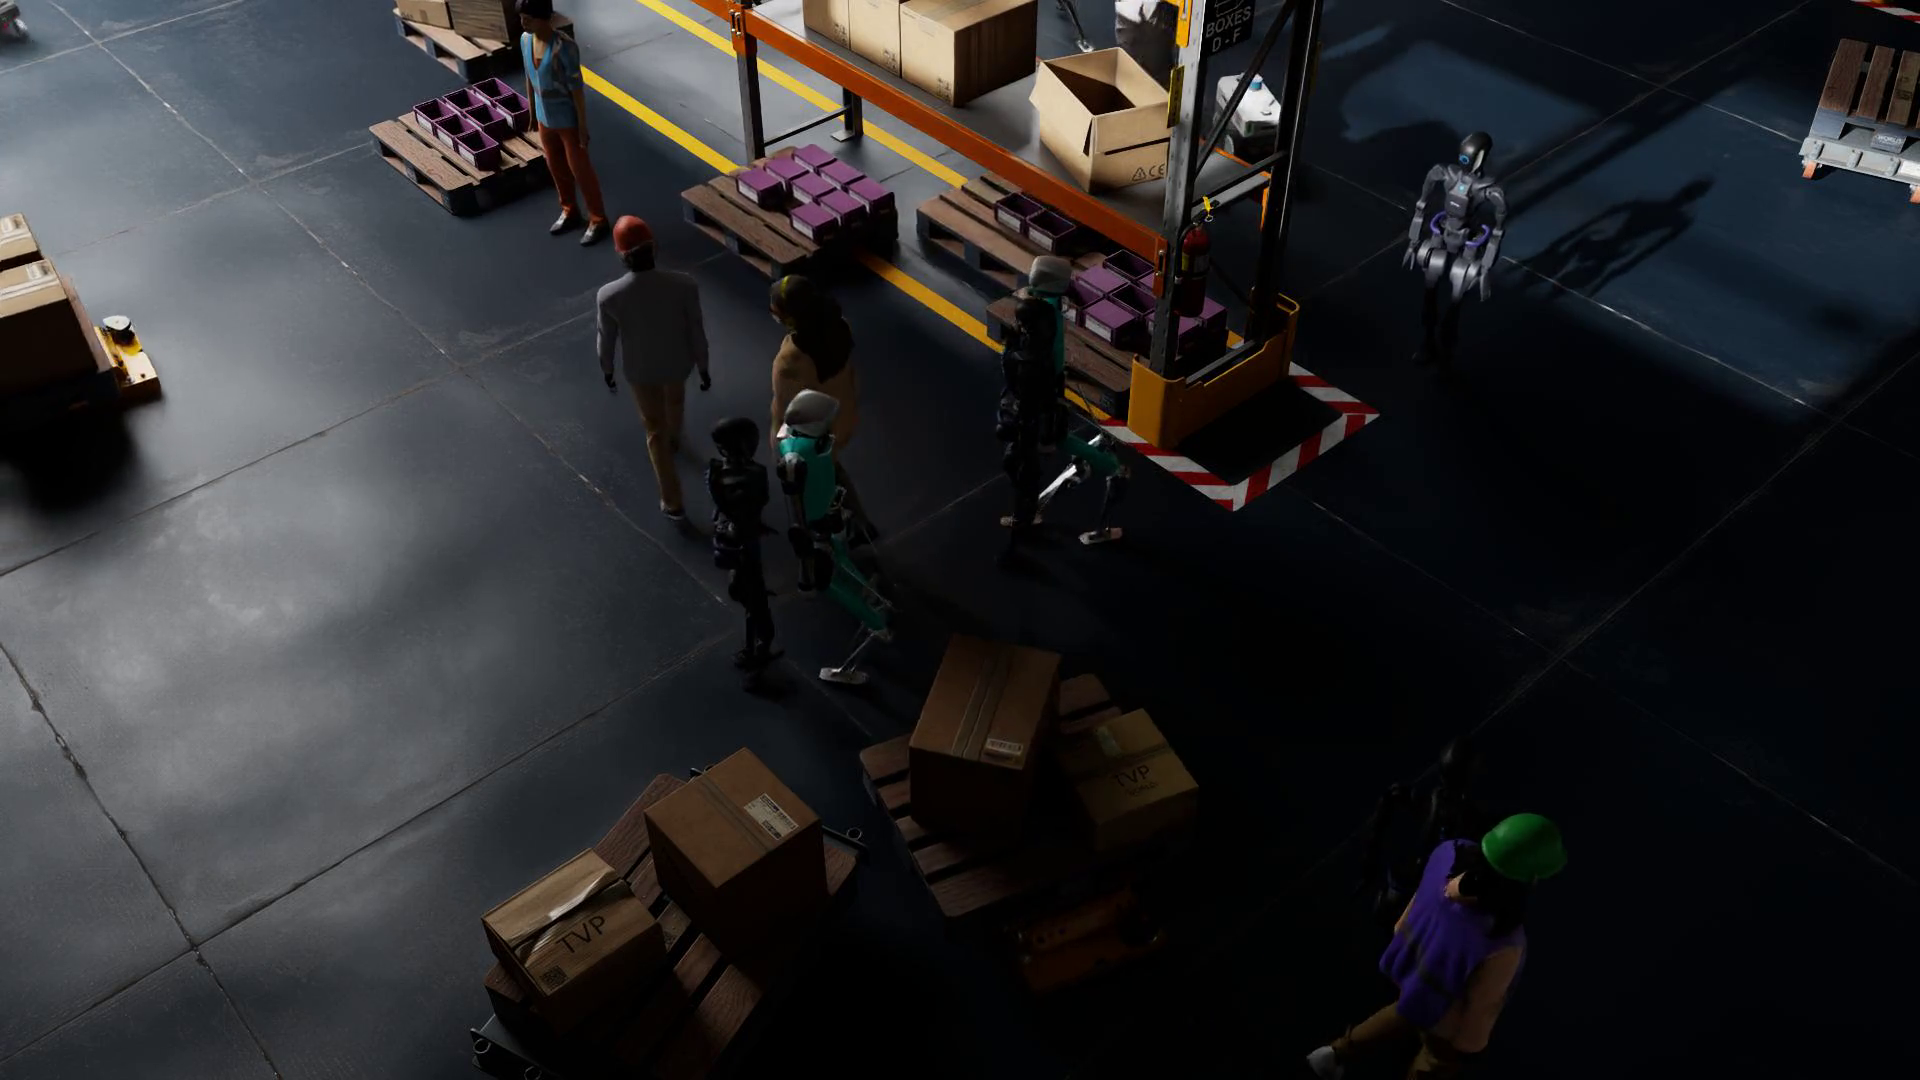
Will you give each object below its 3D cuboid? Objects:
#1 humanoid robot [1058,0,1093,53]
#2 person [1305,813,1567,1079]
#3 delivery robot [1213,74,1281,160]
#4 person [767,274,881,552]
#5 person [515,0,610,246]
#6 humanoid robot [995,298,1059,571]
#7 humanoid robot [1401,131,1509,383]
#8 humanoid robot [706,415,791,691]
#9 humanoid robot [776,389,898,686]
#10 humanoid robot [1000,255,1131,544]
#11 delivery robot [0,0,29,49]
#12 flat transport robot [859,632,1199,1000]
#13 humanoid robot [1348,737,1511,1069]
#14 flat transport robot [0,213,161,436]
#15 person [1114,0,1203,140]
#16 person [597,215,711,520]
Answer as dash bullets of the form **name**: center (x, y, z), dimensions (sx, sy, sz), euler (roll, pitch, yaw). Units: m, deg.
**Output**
- **humanoid robot**: center (0.917, -4.931, 13.436), dimensions (0.540, 1.775, 1.046), euler (-13, 44, -14)
- **person**: center (1.743, 1.630, 6.118), dimensions (0.611, 1.901, 0.554), euler (-5, 43, -5)
- **delivery robot**: center (2.155, -3.121, 12.283), dimensions (0.499, 0.601, 0.796), euler (-9, 43, -10)
- **person**: center (-0.739, -0.576, 8.546), dimensions (0.431, 1.861, 0.576), euler (24, 48, 24)
- **person**: center (-2.666, -2.809, 11.052), dimensions (0.504, 1.756, 0.325), euler (23, 47, 23)
- **humanoid robot**: center (0.371, -0.565, 8.666), dimensions (0.368, 1.648, 0.616), euler (5, 43, 5)
- **humanoid robot**: center (2.941, -1.713, 9.921), dimensions (0.594, 1.636, 0.439), euler (27, 49, 26)
- **humanoid robot**: center (-1.023, 0.050, 8.000), dimensions (0.315, 1.654, 0.608), euler (-3, 43, -4)
- **humanoid robot**: center (-0.493, 0.090, 7.933), dimensions (0.661, 1.829, 0.540), euler (8, 43, 9)
- **humanoid robot**: center (0.673, -0.690, 8.776), dimensions (0.876, 1.787, 0.557), euler (0, 43, 0)
- **delivery robot**: center (-8.090, -4.391, 13.656), dimensions (0.785, 0.589, 0.499), euler (22, 47, 22)
- **flat transport robot**: center (0.314, 1.374, 7.600), dimensions (0.659, 0.231, 1.431), euler (-17, 45, -17)
- **humanoid robot**: center (1.862, 1.395, 6.543), dimensions (0.609, 1.632, 0.566), euler (15, 45, 15)
- **flat transport robot**: center (-5.692, -0.917, 10.092), dimensions (1.431, 0.231, 0.659), euler (-24, 48, -24)
- **person**: center (1.359, -3.322, 11.549), dimensions (0.656, 1.853, 0.992), euler (-34, 52, -31)
- **person**: center (-1.669, -0.968, 9.106), dimensions (0.576, 1.680, 0.972), euler (-14, 44, -14)
